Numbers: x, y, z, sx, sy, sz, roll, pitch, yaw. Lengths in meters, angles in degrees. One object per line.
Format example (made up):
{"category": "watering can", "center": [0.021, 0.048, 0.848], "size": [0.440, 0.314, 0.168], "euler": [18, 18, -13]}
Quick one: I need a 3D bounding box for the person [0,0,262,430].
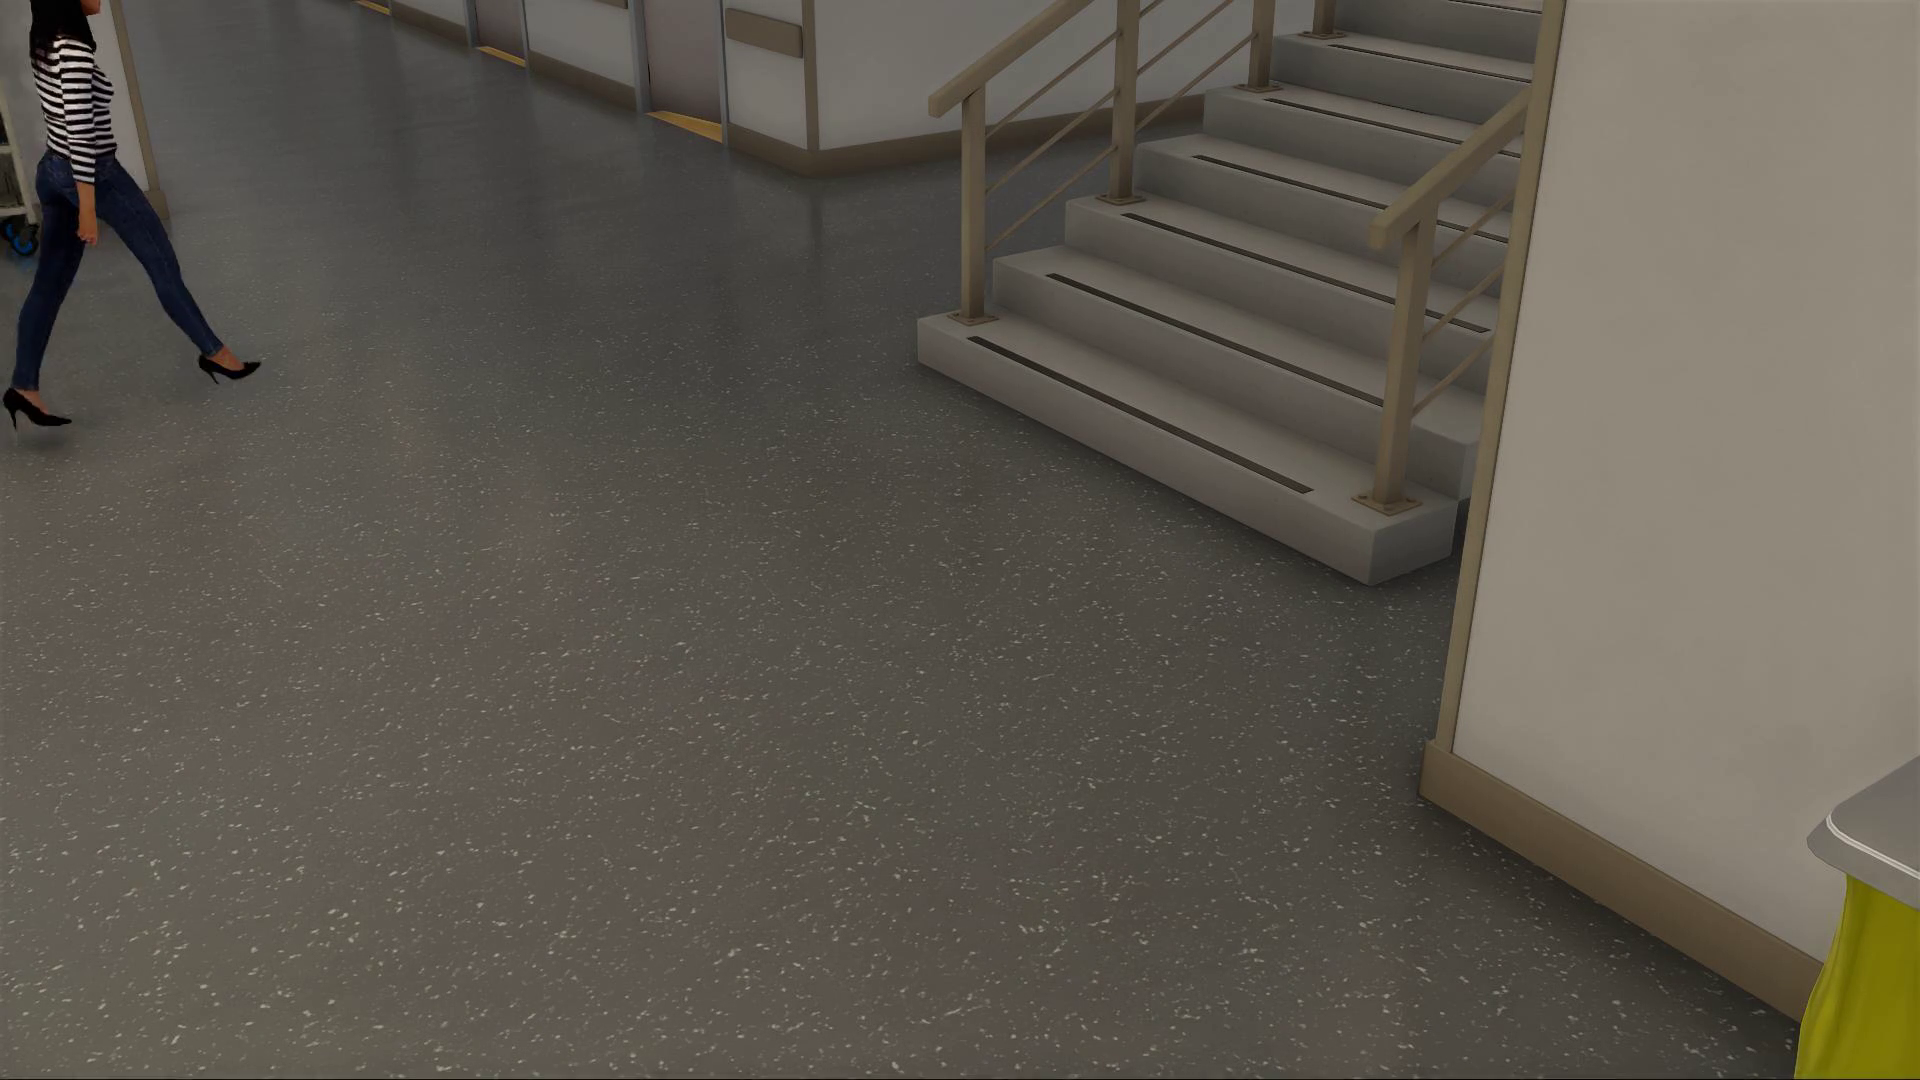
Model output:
{"category": "person", "center": [-3.338, -1.224, 6.201], "size": [1.233, 1.720, 0.745], "euler": [-23, 34, -39]}
